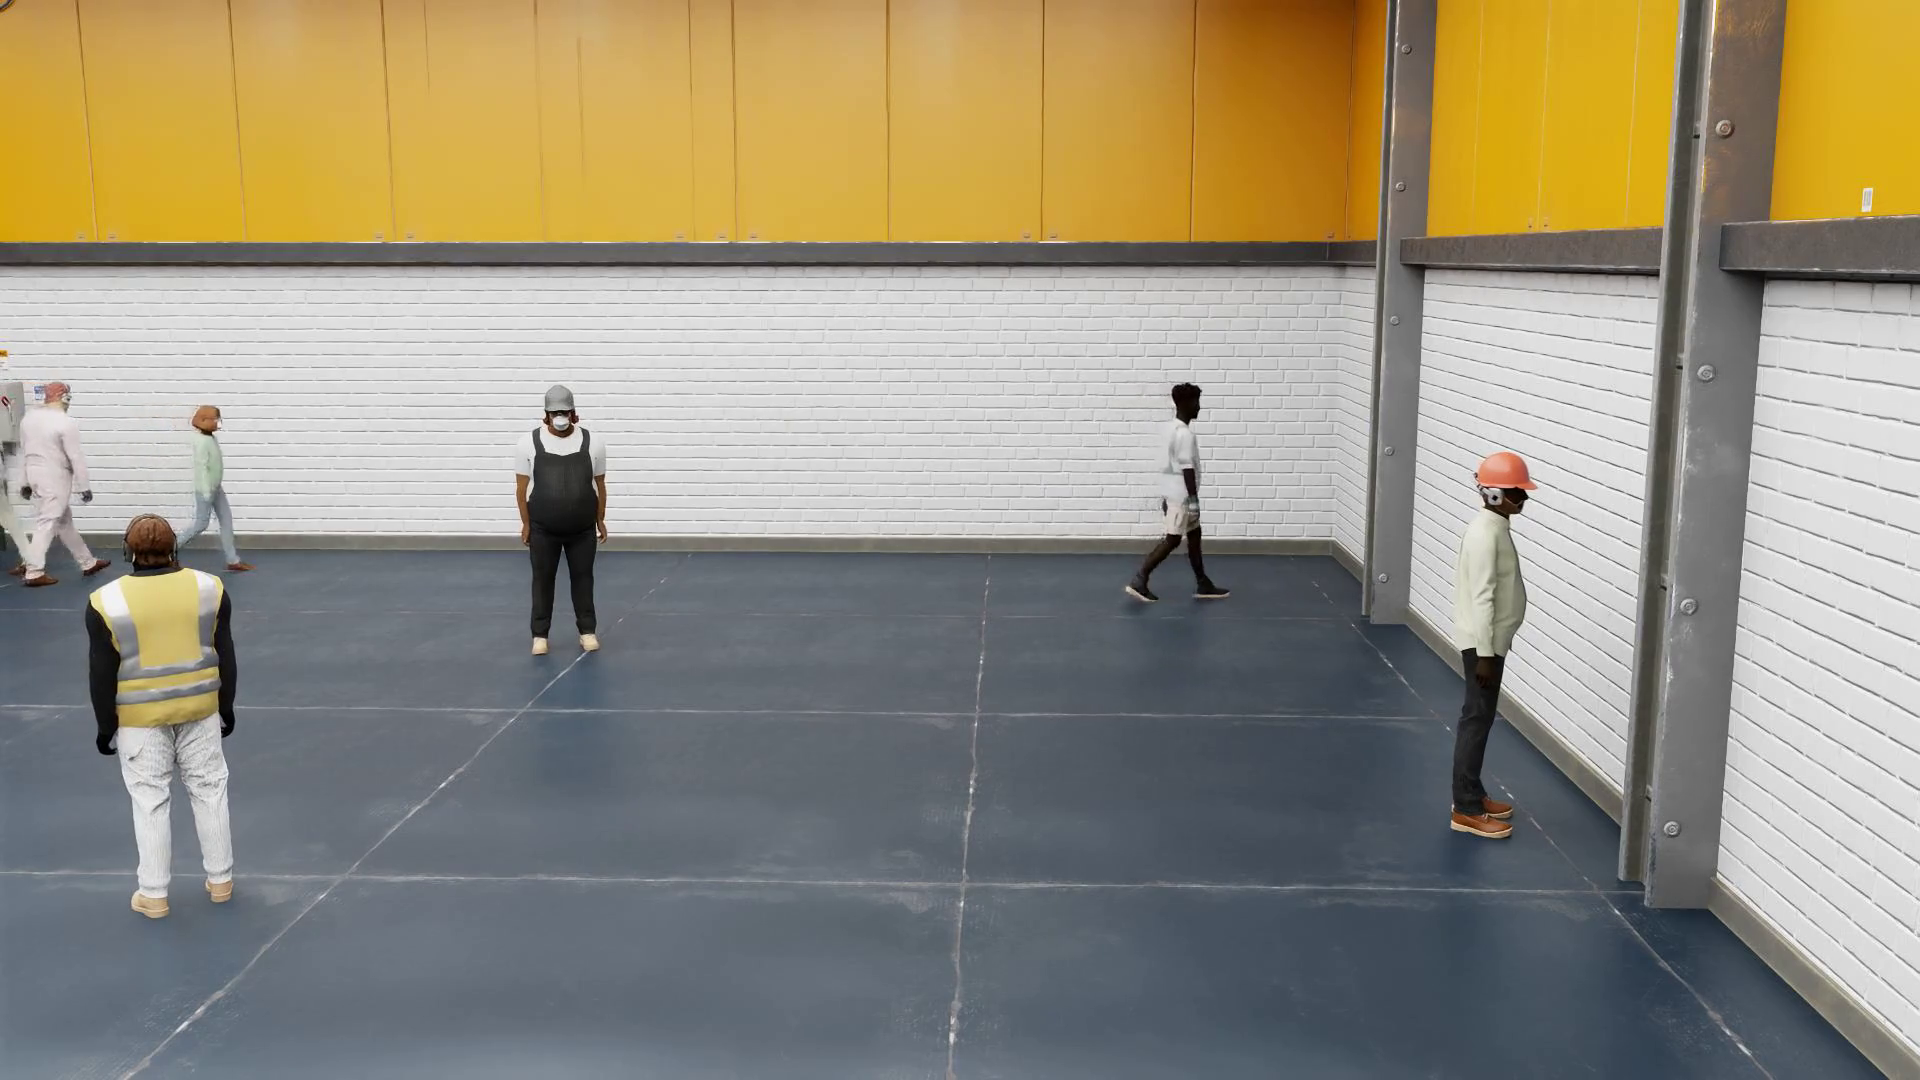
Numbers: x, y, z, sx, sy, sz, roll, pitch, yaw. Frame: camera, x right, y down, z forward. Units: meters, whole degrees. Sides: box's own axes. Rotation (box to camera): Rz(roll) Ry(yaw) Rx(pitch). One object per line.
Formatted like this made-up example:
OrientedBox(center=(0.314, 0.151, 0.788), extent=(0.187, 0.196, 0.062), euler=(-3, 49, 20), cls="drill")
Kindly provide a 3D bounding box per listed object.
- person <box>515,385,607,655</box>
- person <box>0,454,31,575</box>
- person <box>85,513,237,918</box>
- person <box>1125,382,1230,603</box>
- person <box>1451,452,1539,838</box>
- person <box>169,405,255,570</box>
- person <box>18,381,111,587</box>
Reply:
OrientedBox(center=(-2.986, -0.155, 12.546), extent=(0.674, 2.000, 0.537), euler=(-3, 10, -19), cls="person")
OrientedBox(center=(-9.109, -0.527, 15.415), extent=(0.939, 1.806, 0.566), euler=(-2, 10, -9), cls="person")
OrientedBox(center=(-3.622, 0.792, 7.585), extent=(0.620, 1.845, 0.430), euler=(-8, 12, -38), cls="person")
OrientedBox(center=(1.884, -0.412, 14.397), extent=(0.957, 1.929, 0.613), euler=(-1, 10, -5), cls="person")
OrientedBox(center=(2.767, 0.530, 8.668), extent=(0.390, 1.992, 0.624), euler=(4, 10, 20), cls="person")
OrientedBox(center=(-7.156, -0.478, 15.704), extent=(0.750, 1.610, 0.512), euler=(-1, 10, -6), cls="person")
OrientedBox(center=(-8.244, -0.525, 15.263), extent=(0.659, 1.846, 0.939), euler=(5, 11, 29), cls="person")
